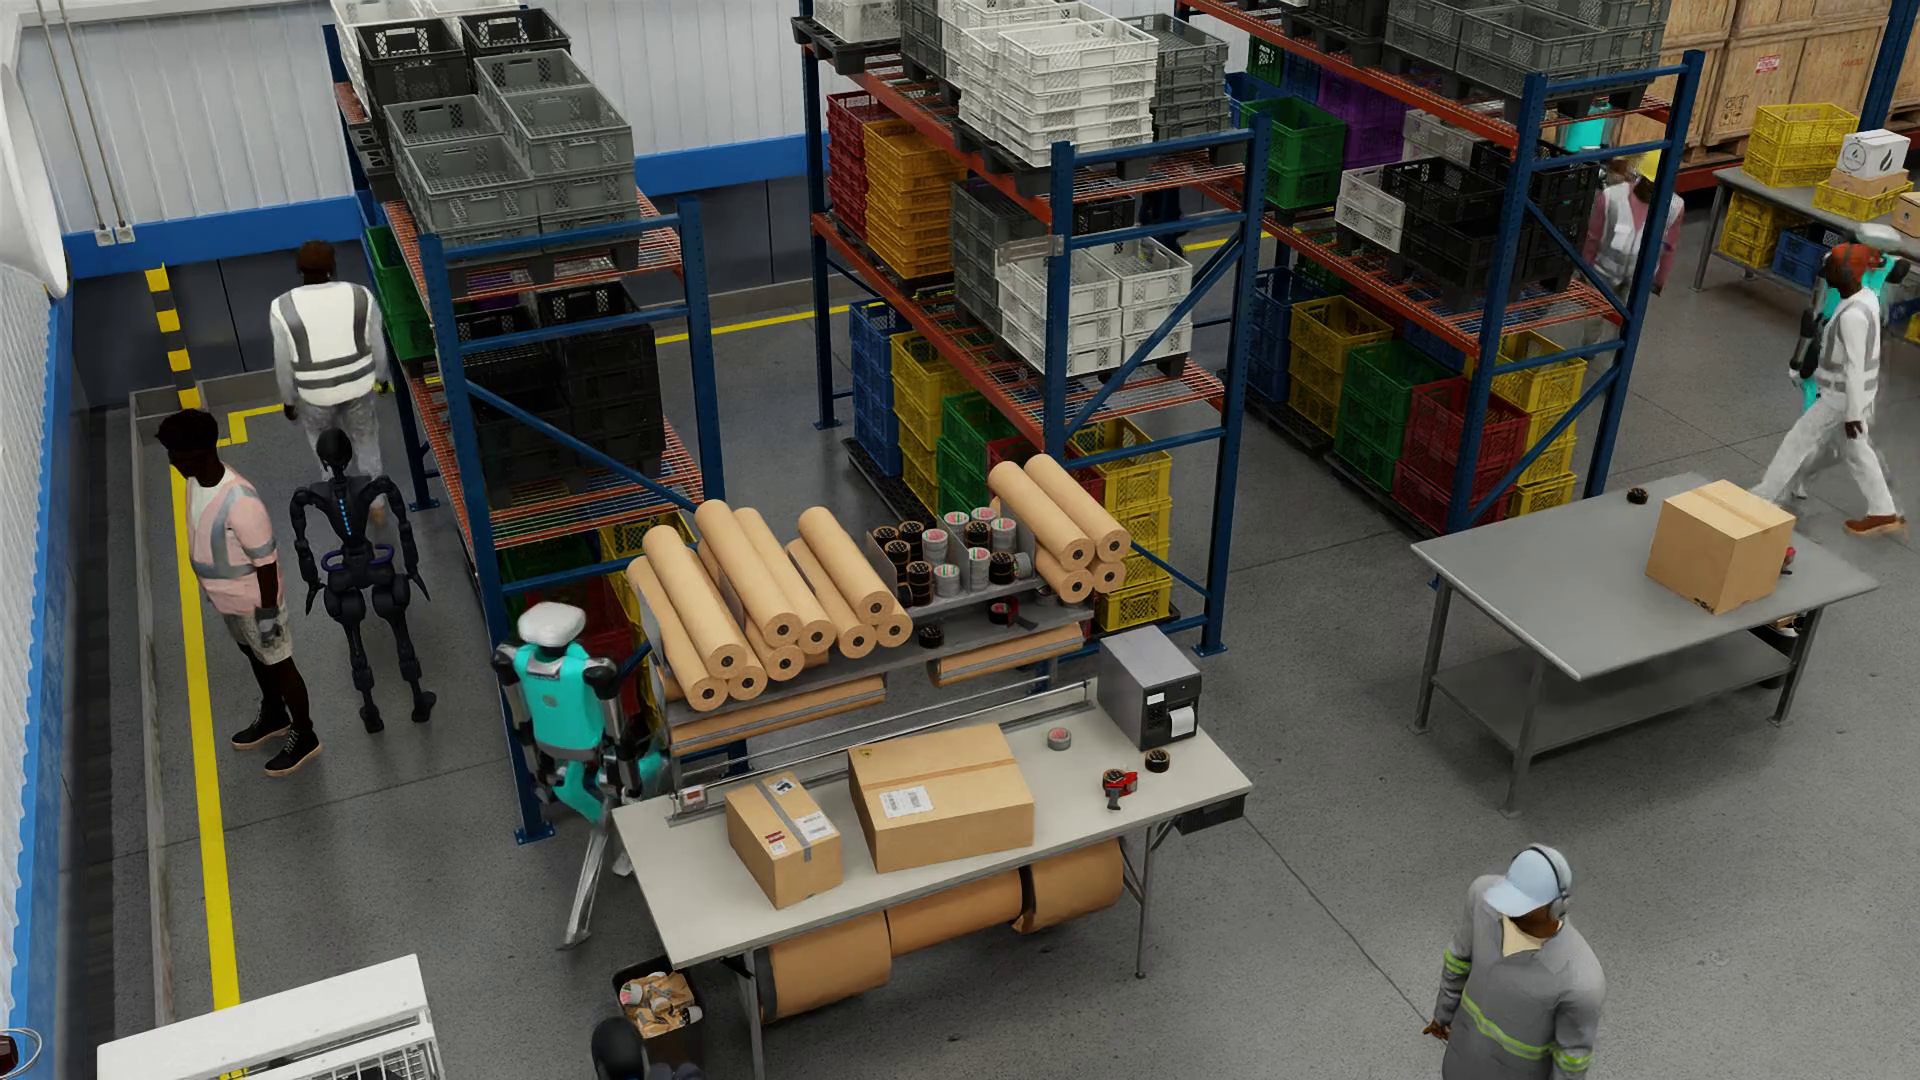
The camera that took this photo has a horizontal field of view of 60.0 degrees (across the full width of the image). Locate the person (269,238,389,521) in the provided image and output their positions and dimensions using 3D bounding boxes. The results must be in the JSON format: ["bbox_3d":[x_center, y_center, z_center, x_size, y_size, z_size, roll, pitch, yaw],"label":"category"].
[{"bbox_3d":[-3.776,-0.953,10.038,0.664,1.813,0.551,-17,36,-26],"label":"person"}]

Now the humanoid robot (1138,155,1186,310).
[{"bbox_3d":[1.472,-2.232,12.256,0.314,1.651,0.609,-10,33,-15],"label":"humanoid robot"}]

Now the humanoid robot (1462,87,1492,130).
[{"bbox_3d":[4.053,-2.797,13.181,0.461,1.640,0.613,9,33,14],"label":"humanoid robot"}]

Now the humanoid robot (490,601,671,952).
[{"bbox_3d":[-1.541,0.905,7.095,0.537,1.727,1.032,8,32,12],"label":"humanoid robot"}]

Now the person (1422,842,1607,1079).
[{"bbox_3d":[1.802,1.747,5.623,0.384,1.850,0.596,-15,35,-23],"label":"person"}]

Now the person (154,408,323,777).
[{"bbox_3d":[-3.436,0.246,7.958,0.601,1.960,0.370,28,41,37],"label":"person"}]

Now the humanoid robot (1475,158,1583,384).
[{"bbox_3d":[3.857,-1.883,11.678,0.605,1.783,0.859,-6,32,-10],"label":"humanoid robot"}]

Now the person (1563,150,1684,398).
[{"bbox_3d":[4.648,-1.915,11.630,0.609,1.797,0.667,11,33,17],"label":"person"}]

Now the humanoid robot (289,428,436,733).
[{"bbox_3d":[-2.980,0.202,8.285,0.599,1.657,0.315,-9,33,-14],"label":"humanoid robot"}]

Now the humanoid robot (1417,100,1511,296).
[{"bbox_3d":[3.710,-2.517,12.602,0.538,1.739,0.691,-25,39,-34],"label":"humanoid robot"}]

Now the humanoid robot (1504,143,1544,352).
[{"bbox_3d":[3.997,-2.106,12.042,0.333,1.656,0.590,9,33,14],"label":"humanoid robot"}]

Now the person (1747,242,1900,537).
[{"bbox_3d":[5.305,-0.867,9.907,0.997,1.822,0.613,19,36,28],"label":"person"}]

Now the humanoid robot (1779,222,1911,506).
[{"bbox_3d":[5.454,-0.973,10.220,0.583,1.847,0.742,0,32,0],"label":"humanoid robot"}]

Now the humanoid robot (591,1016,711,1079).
[{"bbox_3d":[-1.008,2.077,5.276,0.609,1.637,0.688,-19,36,-28],"label":"humanoid robot"}]

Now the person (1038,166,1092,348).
[{"bbox_3d":[0.720,-2.299,12.024,0.386,2.035,0.604,17,35,25],"label":"person"}]

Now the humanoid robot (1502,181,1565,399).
[{"bbox_3d":[3.850,-1.683,11.355,0.597,1.650,0.326,-19,37,-28],"label":"humanoid robot"}]

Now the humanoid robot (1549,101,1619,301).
[{"bbox_3d":[4.885,-2.691,12.928,0.542,1.771,0.683,-7,32,-12],"label":"humanoid robot"}]
